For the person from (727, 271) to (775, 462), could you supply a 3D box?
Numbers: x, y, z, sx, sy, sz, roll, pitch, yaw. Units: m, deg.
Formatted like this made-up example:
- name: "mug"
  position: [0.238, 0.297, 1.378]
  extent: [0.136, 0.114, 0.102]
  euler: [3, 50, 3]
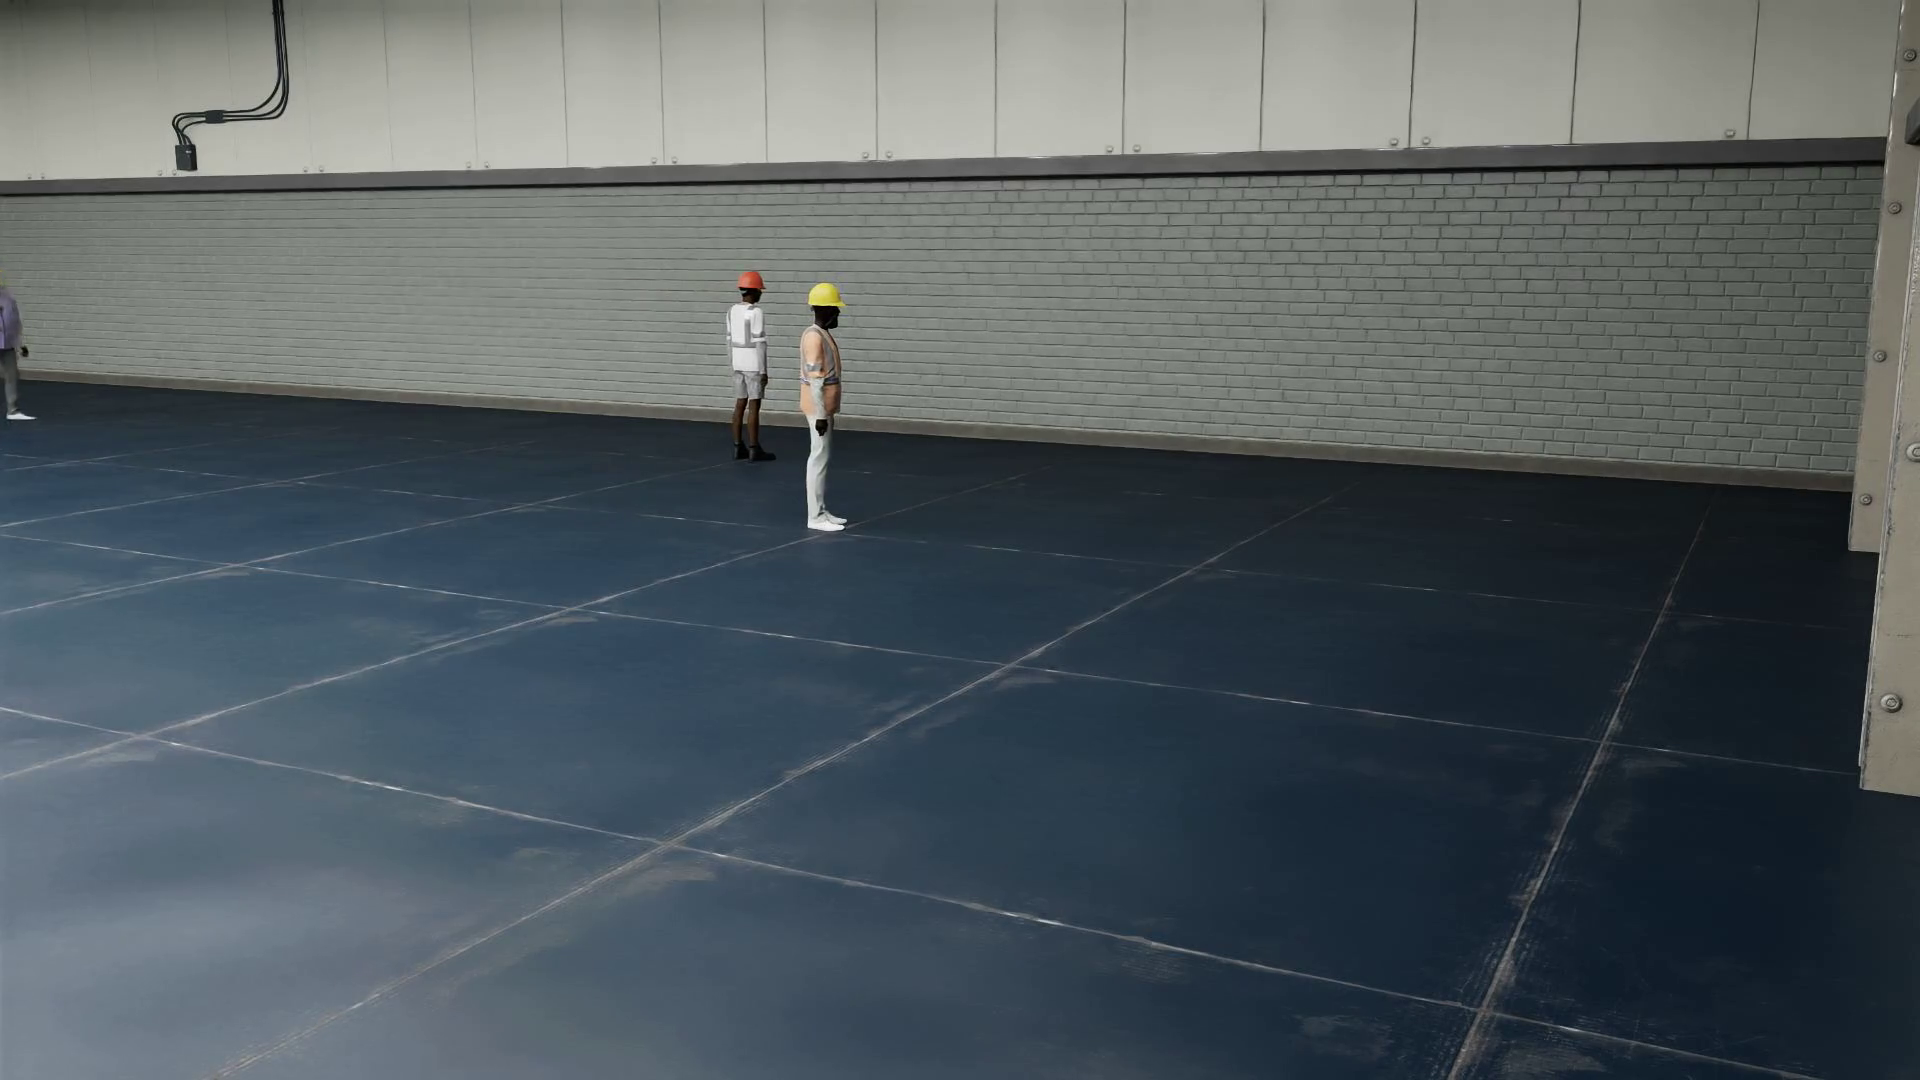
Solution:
- name: "person"
  position: [-2.135, -1.772, 16.990]
  extent: [0.377, 1.936, 0.549]
  euler: [-10, 14, -43]

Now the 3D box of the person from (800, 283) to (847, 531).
- name: "person"
  position: [-1.061, -1.036, 13.002]
  extent: [0.367, 1.926, 0.594]
  euler: [0, 10, 0]

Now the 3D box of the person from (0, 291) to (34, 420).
- name: "person"
  position: [-11.897, -2.385, 20.528]
  extent: [0.409, 1.879, 0.696]
  euler: [5, 12, 27]
